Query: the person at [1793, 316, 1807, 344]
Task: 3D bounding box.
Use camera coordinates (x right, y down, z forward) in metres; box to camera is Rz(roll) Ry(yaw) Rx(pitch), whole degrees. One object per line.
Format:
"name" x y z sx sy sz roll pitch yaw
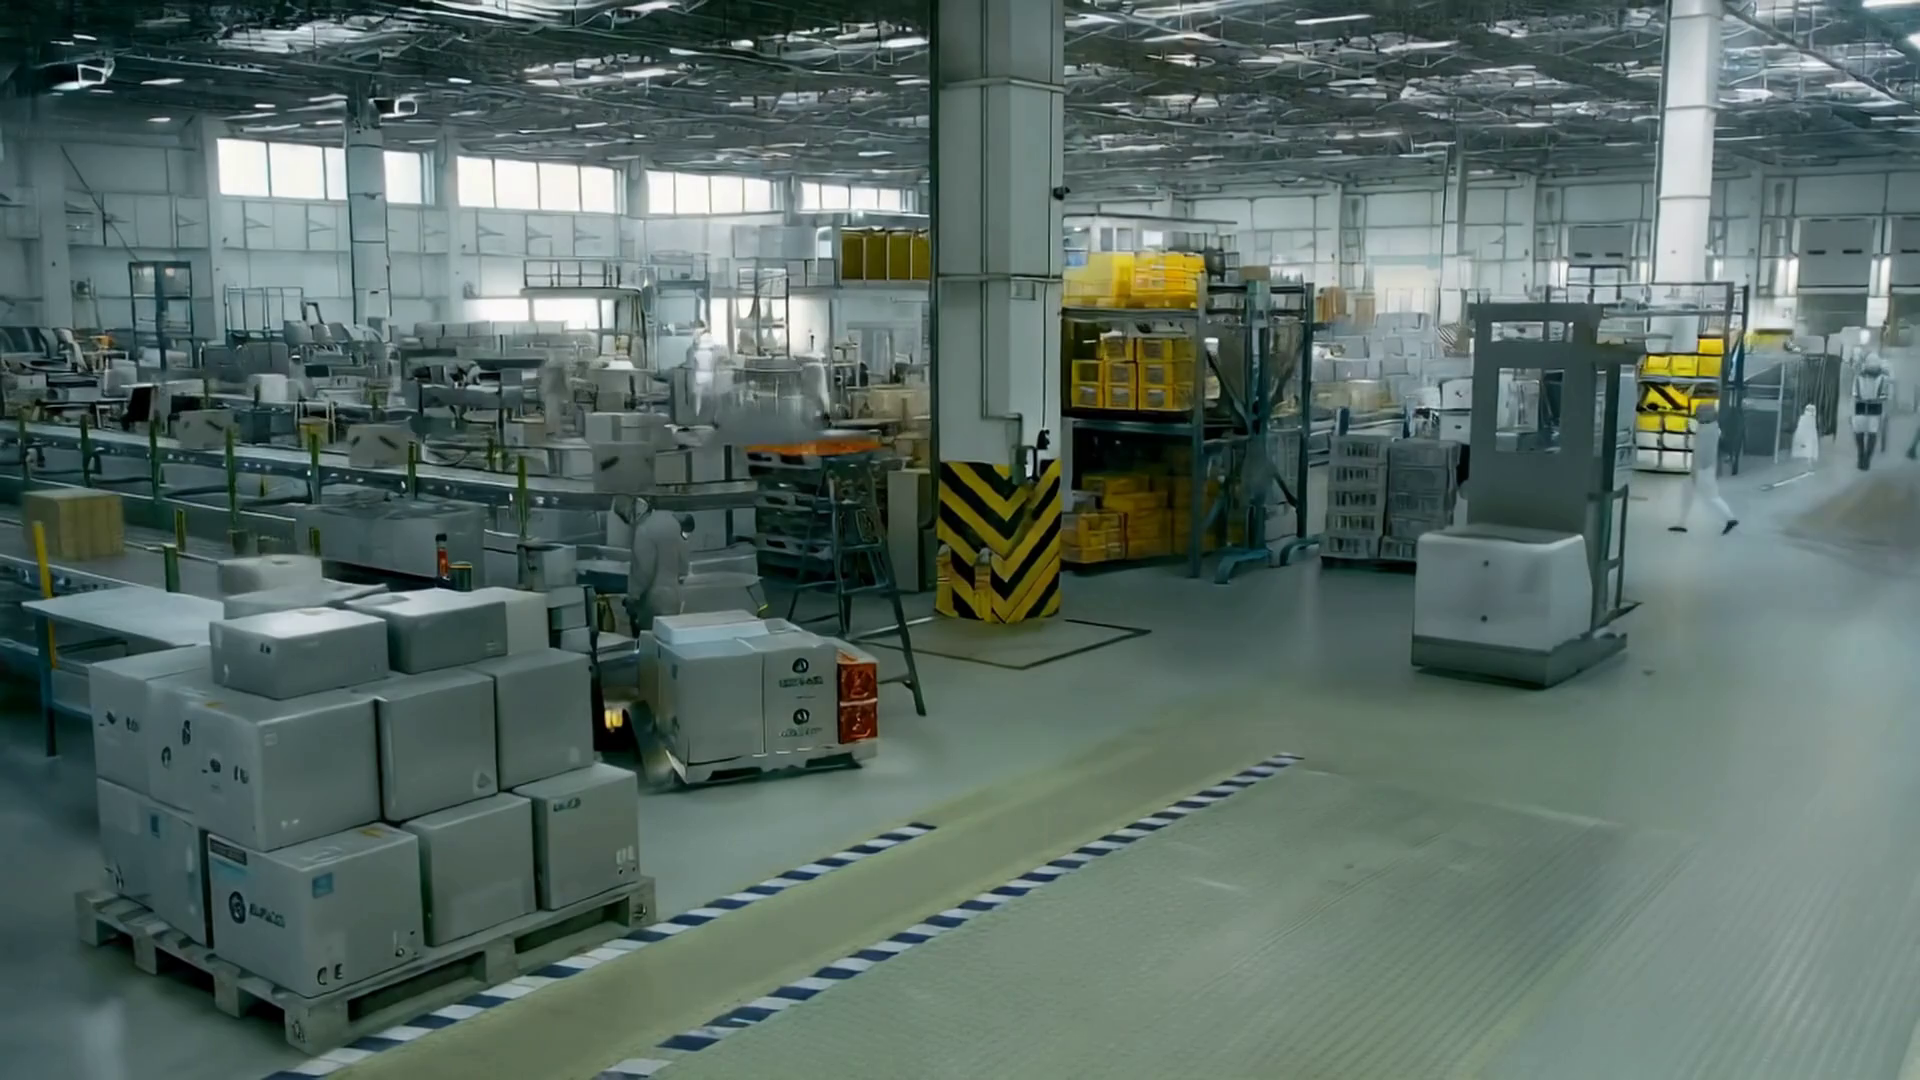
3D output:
"person" 36.229 -8.674 71.534 1.023 1.924 0.648 0 8 3

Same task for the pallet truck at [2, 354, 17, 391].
"pallet truck" -24.881 -4.417 42.634 1.885 1.965 0.823 8 11 41

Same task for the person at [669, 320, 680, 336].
"person" -11.618 -8.064 67.832 0.667 1.815 0.593 6 10 34

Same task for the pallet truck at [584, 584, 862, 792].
"pallet truck" -1.426 0.805 10.019 1.601 1.201 0.680 -4 9 -26

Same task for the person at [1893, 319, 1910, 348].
"person" 36.408 -7.593 64.395 0.899 1.888 0.606 0 8 3

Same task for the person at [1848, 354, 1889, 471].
"person" 14.933 -2.104 27.319 0.545 1.921 0.740 7 11 38

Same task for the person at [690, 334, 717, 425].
"person" -5.621 -3.519 36.590 0.612 2.007 0.994 -4 9 -25

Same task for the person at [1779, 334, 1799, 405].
"person" 21.564 -4.402 43.097 0.496 1.837 0.546 -1 9 -10

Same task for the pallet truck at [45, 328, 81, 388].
"pallet truck" -23.775 -4.544 43.495 1.885 1.965 0.823 6 10 35

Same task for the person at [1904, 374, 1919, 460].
"person" 16.857 -2.320 28.959 0.979 1.871 0.561 -3 9 -17

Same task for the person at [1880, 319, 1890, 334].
"person" 38.758 -8.366 69.780 0.429 1.843 0.633 3 9 19

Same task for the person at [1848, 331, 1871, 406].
"person" 23.110 -4.395 42.666 0.620 1.953 0.393 -5 10 -29

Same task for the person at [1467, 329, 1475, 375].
"person" 17.082 -6.158 55.276 0.489 1.731 0.453 0 8 1

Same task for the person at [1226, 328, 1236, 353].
"person" 8.172 -5.490 50.194 0.444 1.899 0.594 7 11 41

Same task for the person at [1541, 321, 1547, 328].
"person" 24.294 -8.249 69.037 0.431 1.835 0.622 -3 9 -20

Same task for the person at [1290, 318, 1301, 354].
"person" 15.726 -9.622 78.152 0.593 1.870 0.625 -1 9 -7

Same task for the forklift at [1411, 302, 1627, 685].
"forklift" 4.379 -0.438 12.852 1.129 2.768 1.873 7 11 37

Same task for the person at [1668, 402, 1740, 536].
"person" 8.945 -0.849 19.885 0.504 1.601 0.807 -6 10 -36

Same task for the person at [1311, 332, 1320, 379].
"person" 10.372 -5.240 48.961 0.328 1.769 0.526 -8 11 -42

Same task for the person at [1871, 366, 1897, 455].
"person" 16.595 -2.343 29.987 0.501 1.606 0.730 6 10 36

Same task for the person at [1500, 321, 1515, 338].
"person" 25.757 -9.656 78.156 0.635 1.933 0.520 0 8 -2

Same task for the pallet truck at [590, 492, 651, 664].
"pallet truck" -3.115 0.344 12.883 0.653 1.274 1.630 7 11 37

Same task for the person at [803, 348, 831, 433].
"person" -2.778 -2.897 33.032 0.627 1.799 0.807 7 11 40

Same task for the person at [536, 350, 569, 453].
"person" -7.541 -2.528 30.378 0.996 1.850 0.666 -7 11 -41

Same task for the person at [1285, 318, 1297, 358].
"person" 14.906 -9.130 74.824 0.544 1.890 0.979 2 9 16
